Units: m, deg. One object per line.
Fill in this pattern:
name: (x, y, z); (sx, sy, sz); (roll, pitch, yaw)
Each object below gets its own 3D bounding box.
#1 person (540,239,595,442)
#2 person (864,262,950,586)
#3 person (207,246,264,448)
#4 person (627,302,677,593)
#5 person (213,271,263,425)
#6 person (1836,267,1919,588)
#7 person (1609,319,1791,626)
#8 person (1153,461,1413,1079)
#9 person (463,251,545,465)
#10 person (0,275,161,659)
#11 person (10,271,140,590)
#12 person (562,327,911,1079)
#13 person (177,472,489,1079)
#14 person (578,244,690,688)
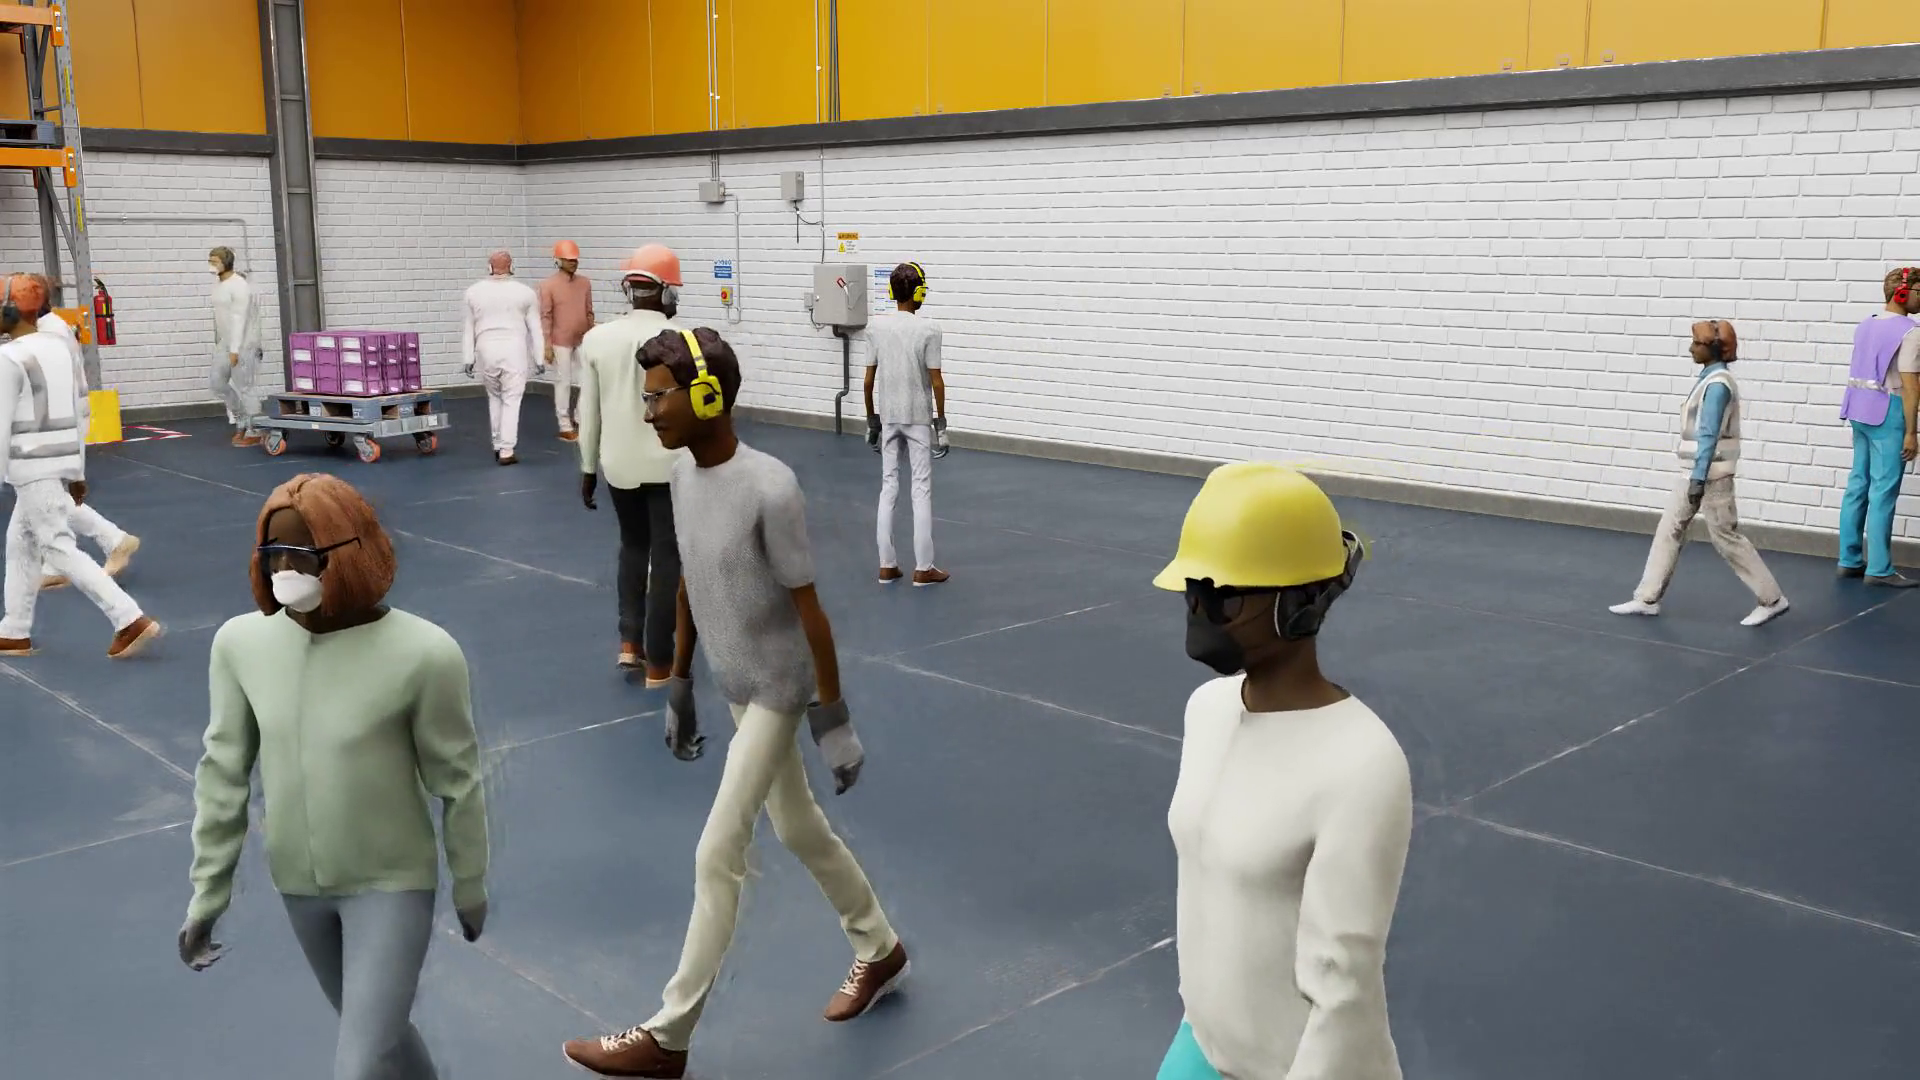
person: (-3.793, -1.928, 16.226); (0.469, 1.975, 0.661); (9, 14, 39)
person: (-0.305, -0.667, 9.647); (0.533, 1.869, 0.311); (5, 11, 24)
person: (-6.921, -1.830, 15.862); (0.637, 1.925, 0.458); (9, 14, 39)
person: (-1.664, -0.578, 9.277); (0.563, 1.822, 0.652); (-1, 10, -5)
person: (-7.685, -2.034, 17.729); (0.515, 1.641, 0.315); (1, 10, 7)
person: (5.339, -0.652, 9.644); (0.396, 1.841, 0.565); (-1, 10, -3)
person: (3.918, -0.347, 8.639); (0.851, 1.597, 0.530); (3, 11, 17)
person: (0.477, 0.740, 2.380); (0.900, 1.726, 0.525); (-5, 11, -25)
person: (-4.027, -1.613, 14.772); (0.690, 1.871, 0.653); (0, 10, 0)
person: (-4.303, -0.326, 7.866); (0.942, 1.849, 0.589); (0, 10, -1)
person: (-5.107, -0.606, 9.449); (0.547, 1.831, 0.640); (-7, 12, -33)
person: (-0.488, 0.398, 4.031); (1.006, 1.814, 0.567); (-7, 12, -33)
person: (-1.171, 0.673, 3.084); (0.500, 1.590, 0.852); (2, 11, 13)
person: (-1.356, -0.325, 7.482); (0.664, 1.977, 0.495); (2, 11, 11)
